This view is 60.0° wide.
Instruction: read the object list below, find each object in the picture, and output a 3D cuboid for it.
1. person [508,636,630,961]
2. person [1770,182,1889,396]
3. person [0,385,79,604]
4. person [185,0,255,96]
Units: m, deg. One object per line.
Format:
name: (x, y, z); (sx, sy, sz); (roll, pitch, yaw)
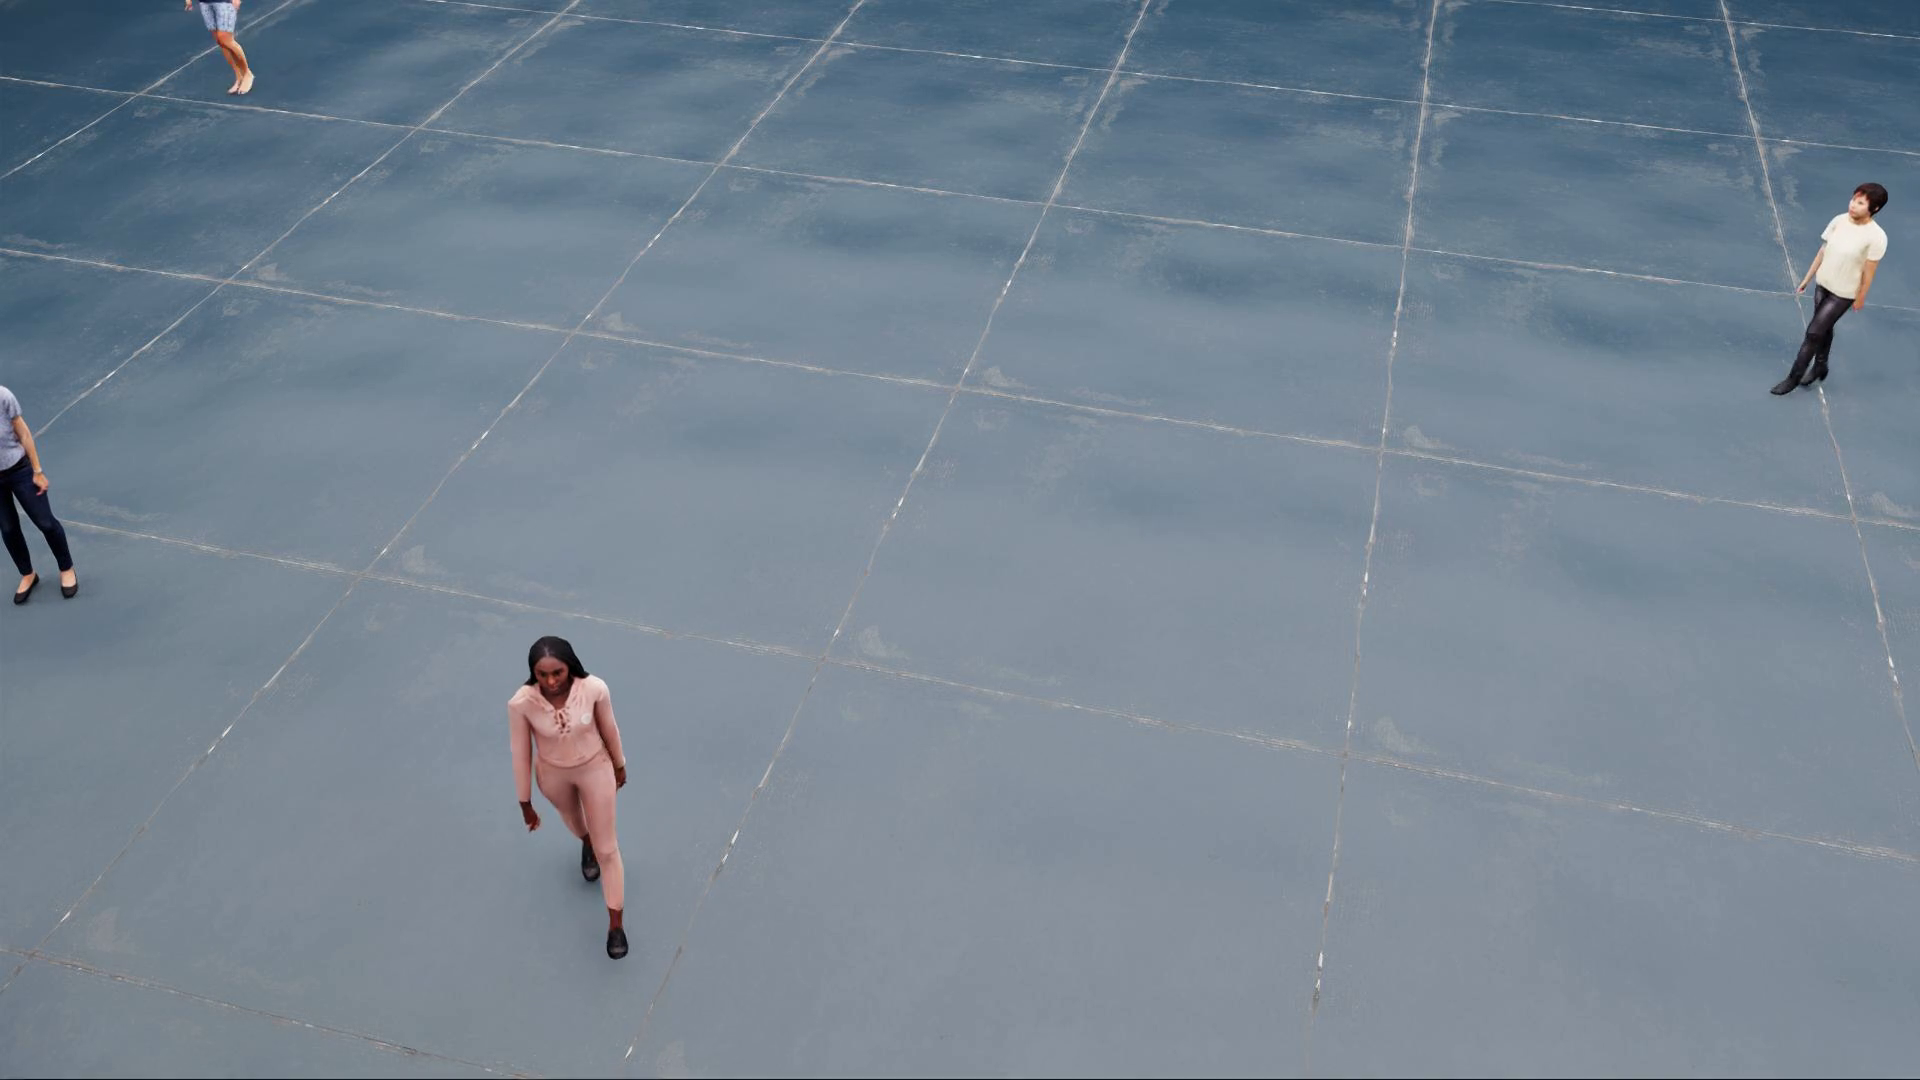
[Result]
person: (-1.818, 1.065, 7.835); (0.984, 1.676, 1.227); (-8, 39, -10)
person: (6.117, -1.737, 11.503); (0.851, 1.571, 0.823); (-9, 39, -12)
person: (-5.553, -0.402, 9.674); (0.648, 1.722, 0.640); (-6, 38, -7)
person: (-6.944, -5.134, 15.629); (0.653, 1.835, 0.621); (12, 39, 14)
